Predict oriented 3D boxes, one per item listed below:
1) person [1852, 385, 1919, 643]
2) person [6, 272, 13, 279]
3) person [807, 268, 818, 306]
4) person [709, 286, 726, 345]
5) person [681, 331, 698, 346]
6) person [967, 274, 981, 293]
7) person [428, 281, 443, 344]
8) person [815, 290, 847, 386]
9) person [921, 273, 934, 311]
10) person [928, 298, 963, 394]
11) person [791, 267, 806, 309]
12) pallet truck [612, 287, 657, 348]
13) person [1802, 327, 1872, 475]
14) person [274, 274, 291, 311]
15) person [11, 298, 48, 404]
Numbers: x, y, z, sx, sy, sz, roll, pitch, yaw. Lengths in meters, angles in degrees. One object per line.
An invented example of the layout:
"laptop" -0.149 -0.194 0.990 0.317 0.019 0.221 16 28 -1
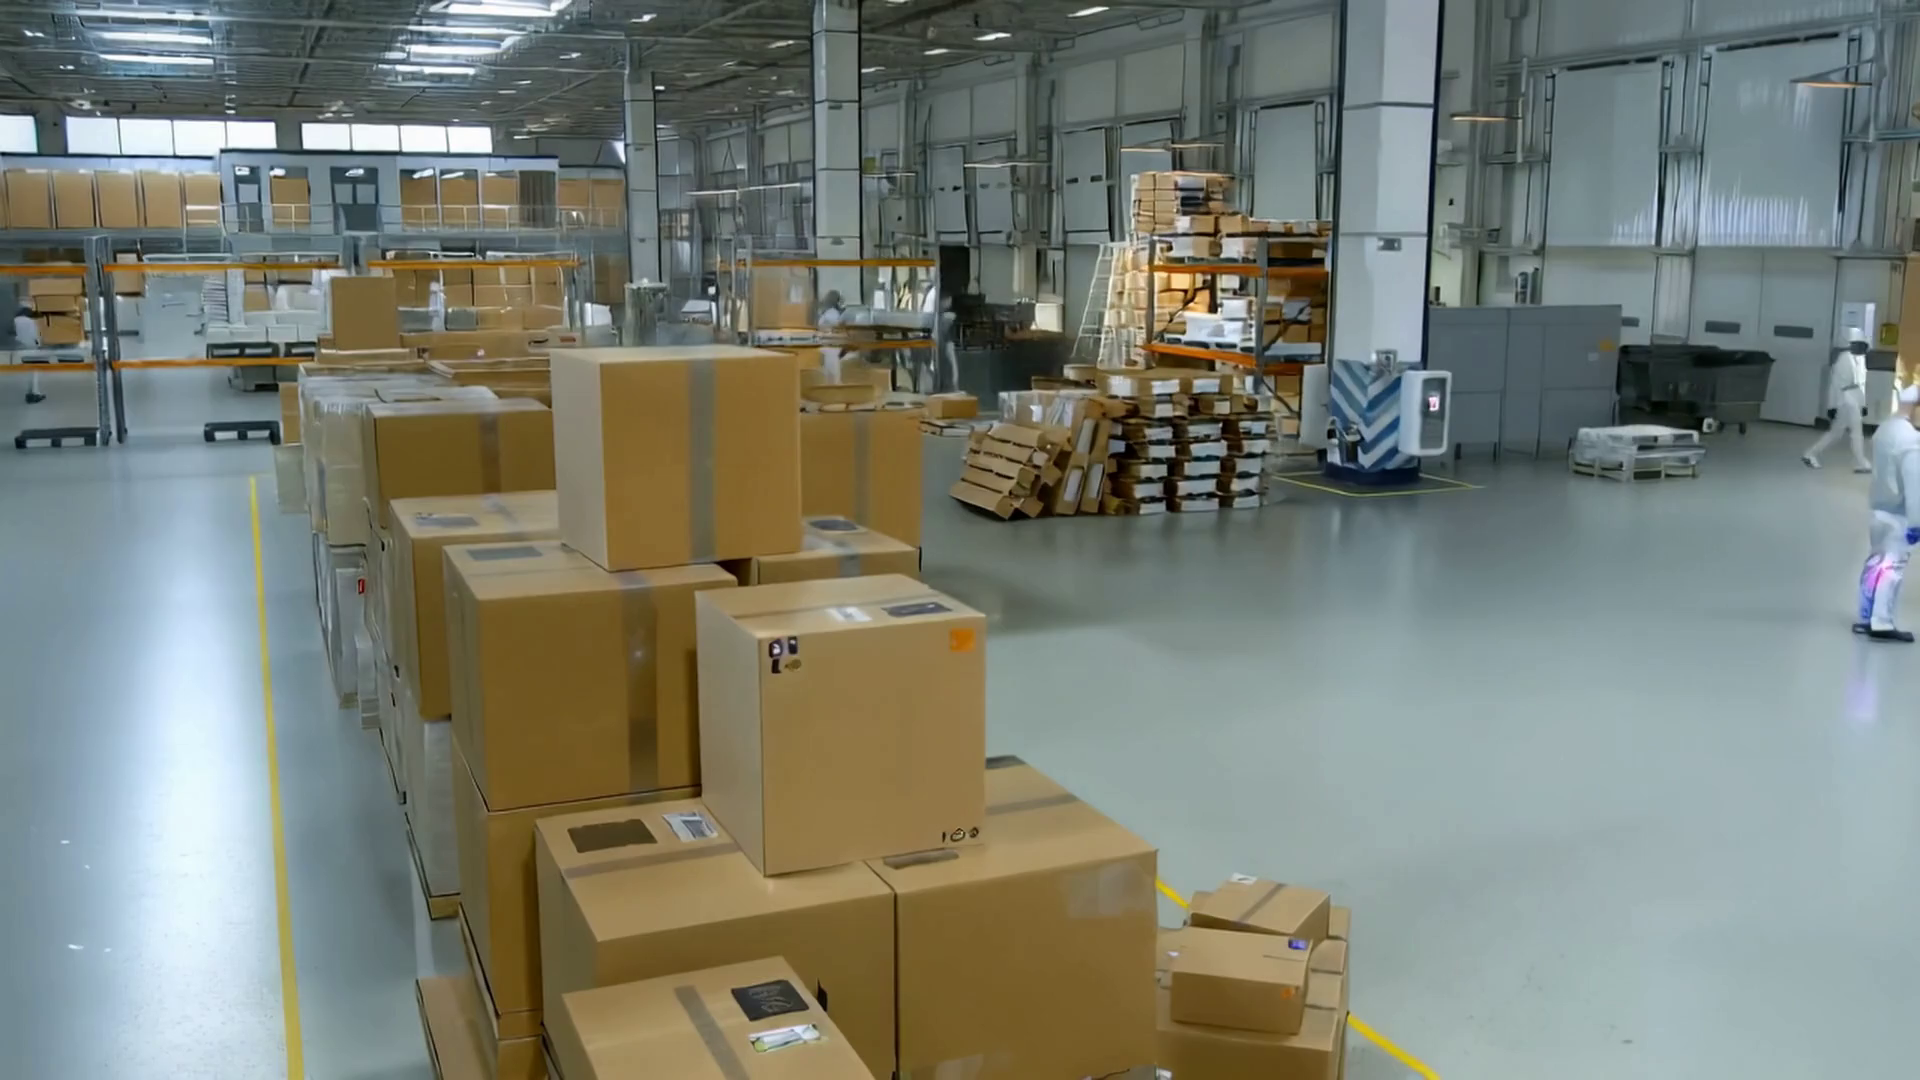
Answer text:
"person" 6.956 -0.191 12.375 0.367 1.926 0.639 1 10 4
"person" -32.647 -8.329 57.246 0.596 1.916 0.373 -4 11 -21
"person" -5.320 -8.999 60.937 0.649 1.926 0.628 -5 12 -27
"person" -5.541 -4.835 37.961 0.363 1.928 0.587 3 11 15
"person" -3.407 -1.714 21.016 0.661 1.831 0.474 4 11 19
"person" 0.449 -7.644 53.624 0.519 1.865 0.326 -5 11 -24
"person" -14.041 -6.008 44.582 0.354 1.876 0.573 -8 13 -39
"person" -2.385 -3.796 31.925 0.886 2.000 0.690 -5 11 -26
"person" -0.949 -6.931 49.377 0.475 1.980 0.627 4 11 20
"person" -0.298 -3.667 31.672 0.678 1.875 1.038 -6 12 -30
"person" -6.919 -10.786 71.170 0.642 1.786 0.989 -8 13 -37
"pallet truck" -6.464 -4.406 35.401 0.823 1.965 1.885 6 12 32
"person" 11.343 -1.795 21.315 0.597 1.892 0.944 -9 14 -42
"person" -20.706 -7.128 50.682 0.924 1.897 0.553 0 10 2
"person" -16.912 -3.458 30.398 0.571 1.913 0.780 2 10 11
